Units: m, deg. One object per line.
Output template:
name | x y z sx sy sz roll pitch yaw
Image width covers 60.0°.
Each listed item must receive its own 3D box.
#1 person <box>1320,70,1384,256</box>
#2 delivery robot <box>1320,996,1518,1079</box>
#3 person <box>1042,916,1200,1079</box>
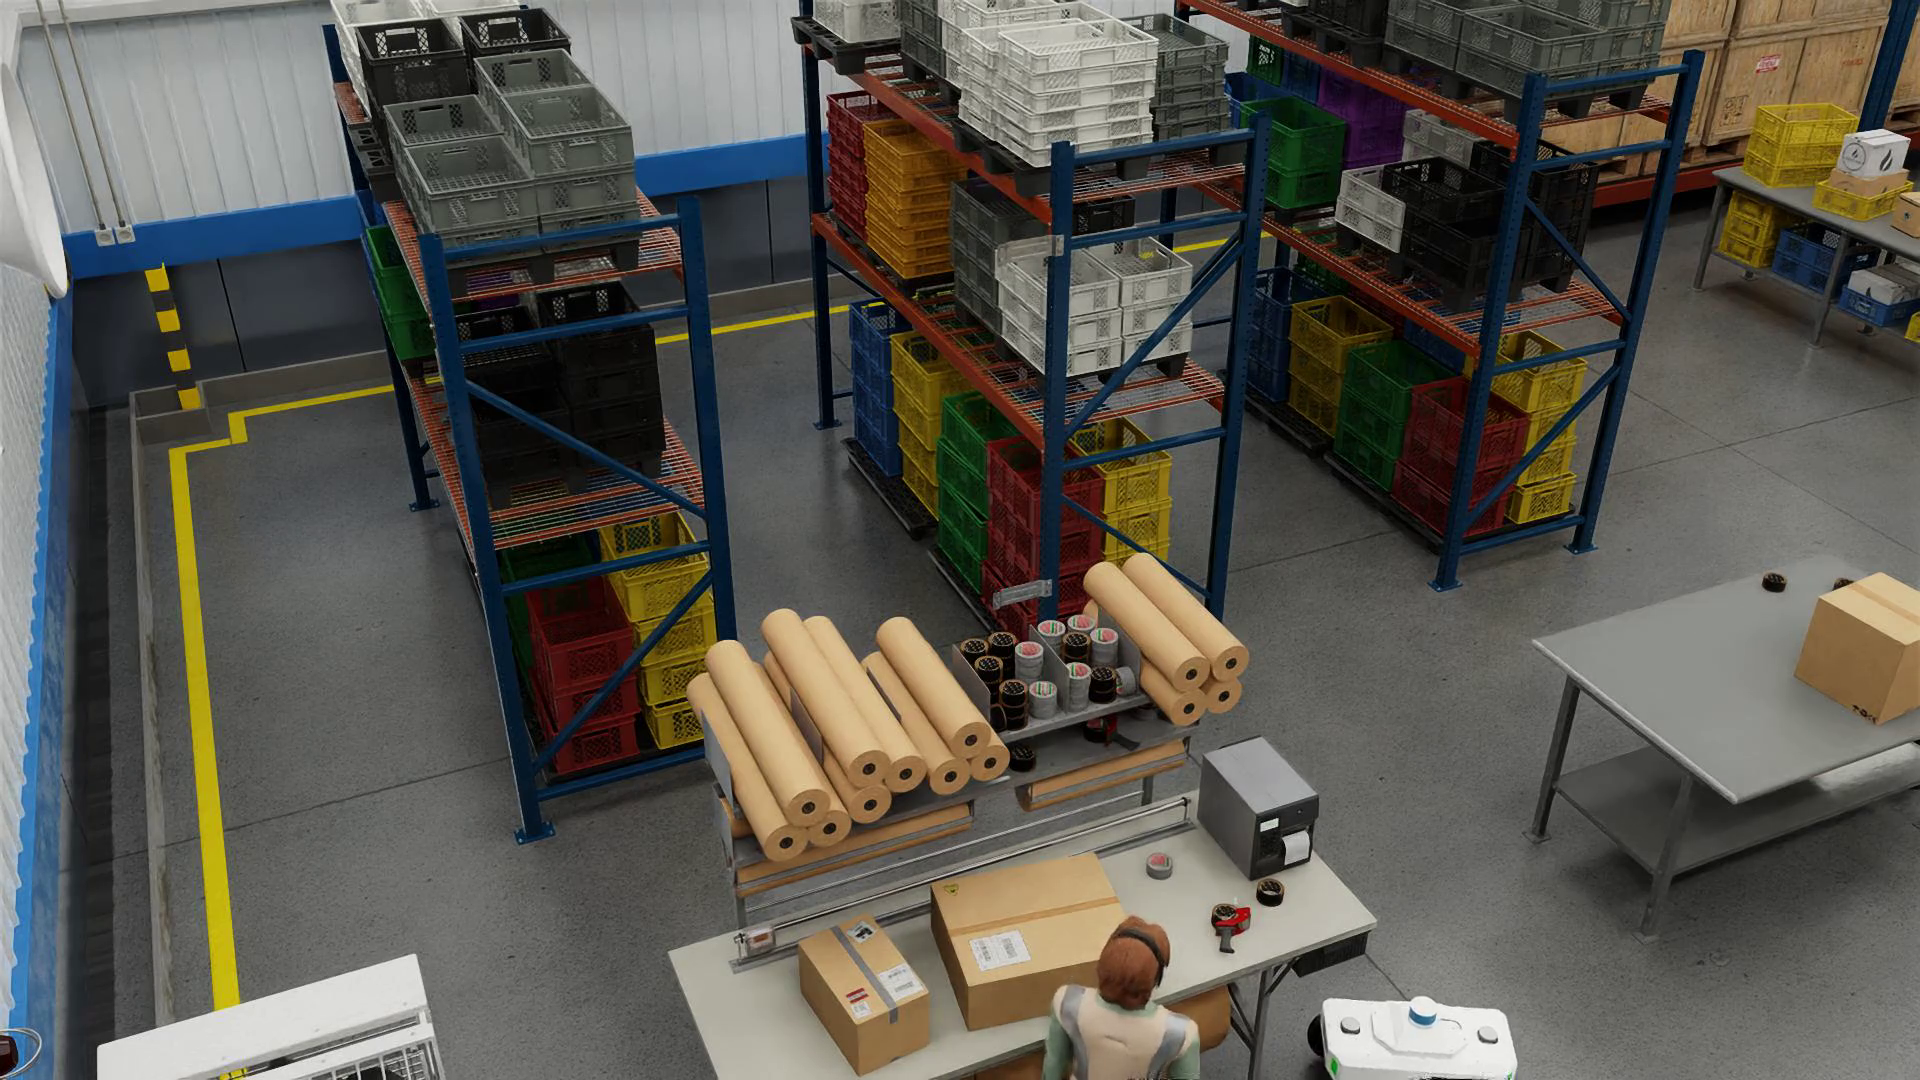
person | 3.277 -3.300 13.736 0.630 1.933 0.364 10 33 16
delivery robot | 1.754 1.962 6.402 0.707 0.478 0.477 3 32 4
person | 0.521 1.925 5.532 0.526 1.628 0.326 9 33 14
